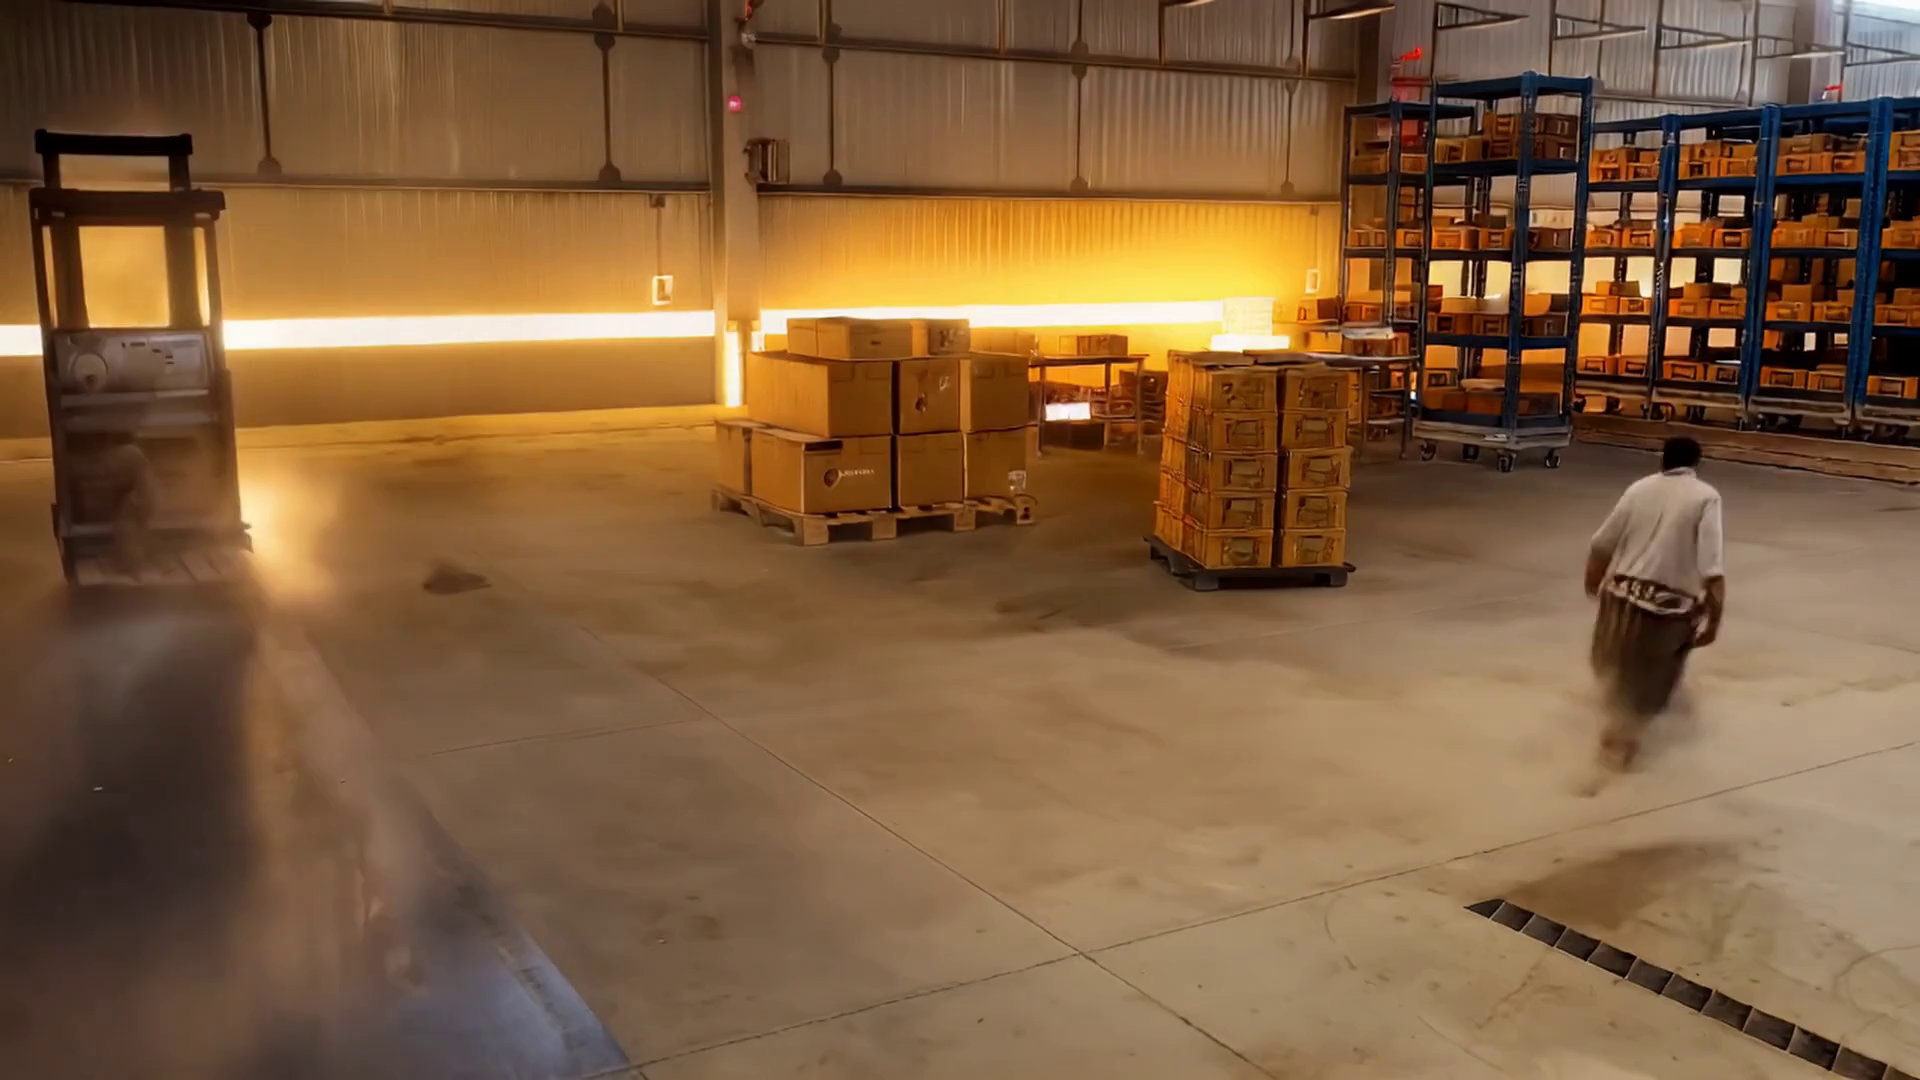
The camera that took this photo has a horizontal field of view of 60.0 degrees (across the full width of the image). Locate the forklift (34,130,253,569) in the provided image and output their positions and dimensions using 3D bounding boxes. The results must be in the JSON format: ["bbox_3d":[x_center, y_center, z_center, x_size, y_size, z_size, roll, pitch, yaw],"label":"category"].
[{"bbox_3d":[-5.659,-1.356,11.350,1.129,2.768,1.873,-6,12,-30],"label":"forklift"}]
